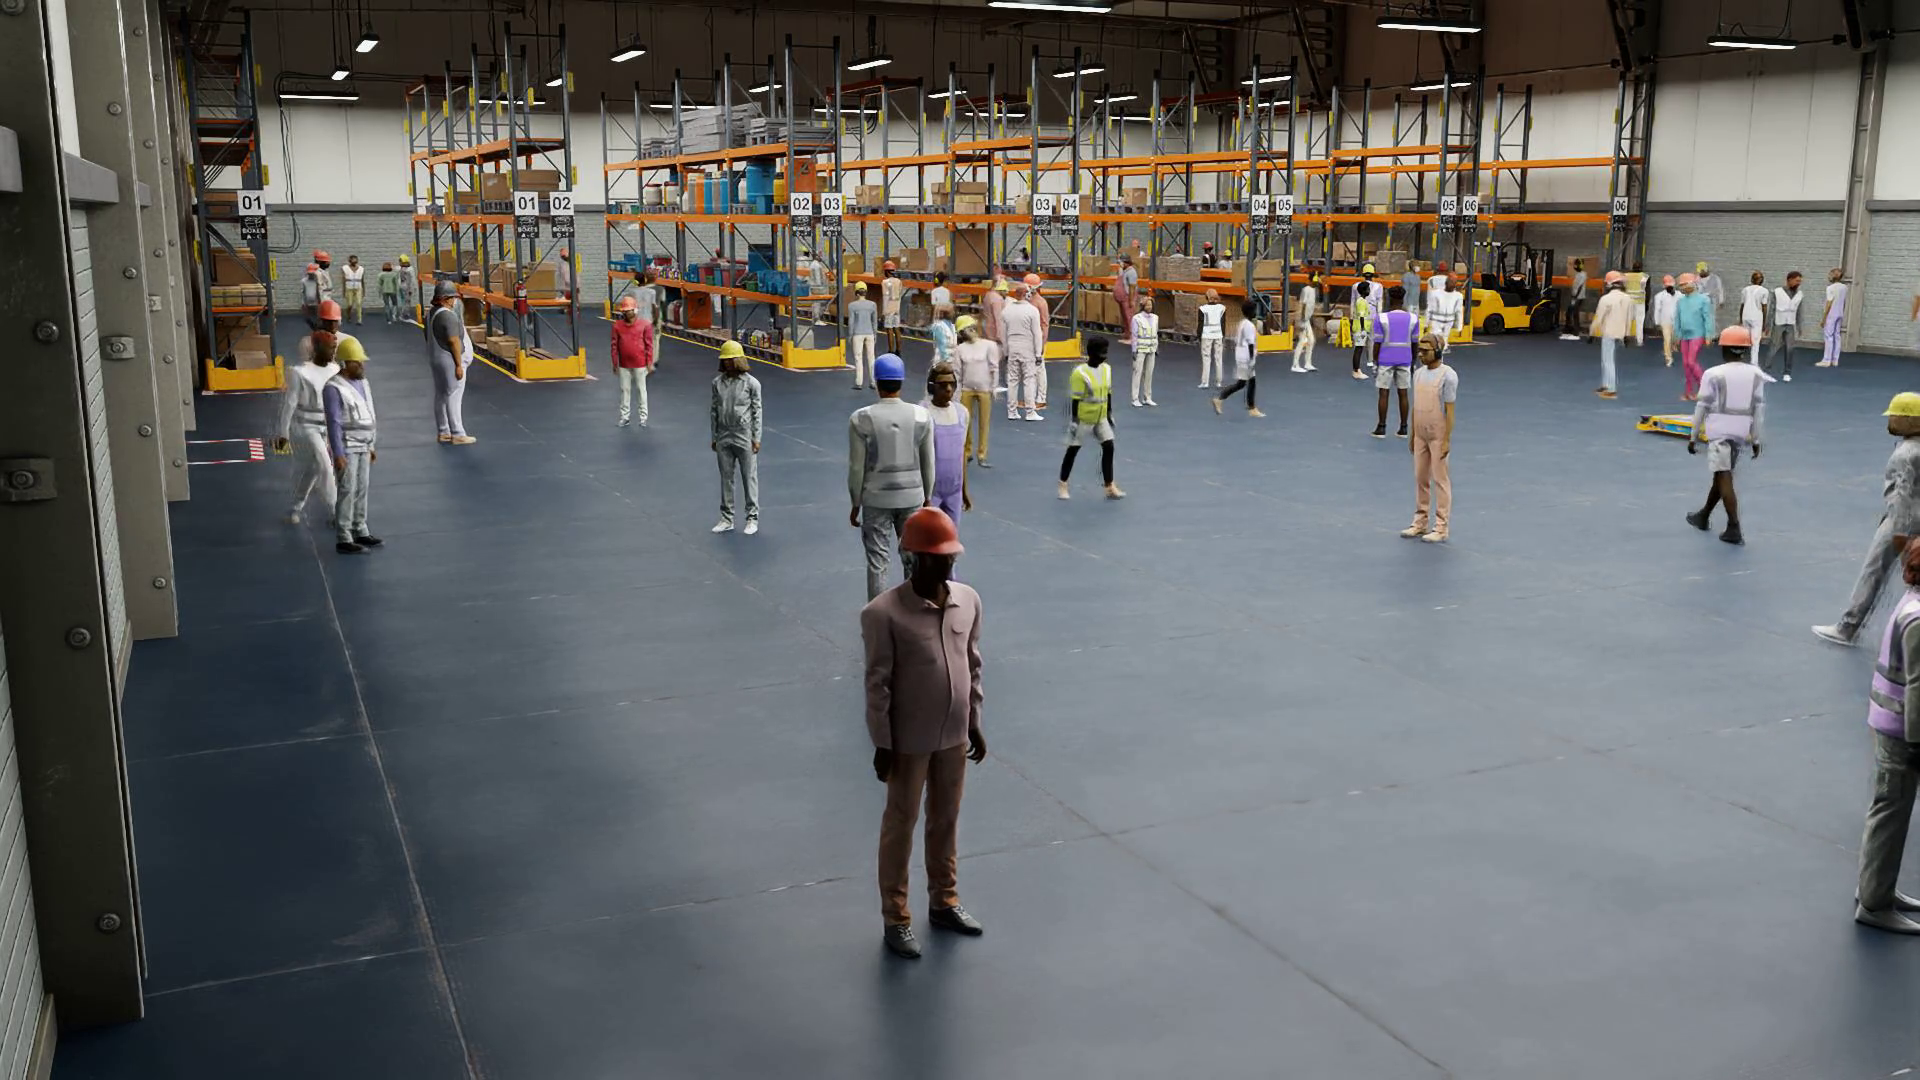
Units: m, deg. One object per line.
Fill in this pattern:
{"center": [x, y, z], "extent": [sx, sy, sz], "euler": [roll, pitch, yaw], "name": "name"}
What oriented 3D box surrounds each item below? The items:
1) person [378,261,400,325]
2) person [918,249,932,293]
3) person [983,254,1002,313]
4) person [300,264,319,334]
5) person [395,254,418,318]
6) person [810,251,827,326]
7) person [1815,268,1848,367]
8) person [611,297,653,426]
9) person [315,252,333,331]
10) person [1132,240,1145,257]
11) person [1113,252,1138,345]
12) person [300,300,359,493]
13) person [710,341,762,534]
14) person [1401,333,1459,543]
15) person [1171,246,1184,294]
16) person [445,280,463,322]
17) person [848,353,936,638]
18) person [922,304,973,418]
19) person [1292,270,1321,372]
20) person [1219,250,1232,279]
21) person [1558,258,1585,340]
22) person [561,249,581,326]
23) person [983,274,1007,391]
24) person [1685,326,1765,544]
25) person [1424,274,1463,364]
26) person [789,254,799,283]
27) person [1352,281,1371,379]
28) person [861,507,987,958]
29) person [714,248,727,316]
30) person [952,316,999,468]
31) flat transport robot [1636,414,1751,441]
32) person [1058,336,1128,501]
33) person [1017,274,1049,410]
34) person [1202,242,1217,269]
{"center": [-14.801, -6.397, 43.085], "extent": [0.525, 1.617, 0.455], "euler": [-3, 12, -16], "name": "person"}
{"center": [-1.021, -7.126, 46.097], "extent": [0.568, 1.904, 0.585], "euler": [10, 15, 42], "name": "person"}
{"center": [0.813, -6.042, 40.598], "extent": [0.636, 1.903, 0.405], "euler": [-11, 15, -44], "name": "person"}
{"center": [-14.591, -5.347, 37.481], "extent": [0.592, 1.729, 0.366], "euler": [1, 11, 5], "name": "person"}
{"center": [-15.216, -6.980, 45.788], "extent": [0.547, 1.740, 0.760], "euler": [2, 11, 9], "name": "person"}
{"center": [-3.638, -6.462, 42.716], "extent": [0.409, 1.908, 0.639], "euler": [-3, 12, -15], "name": "person"}
{"center": [16.372, -4.161, 31.201], "extent": [0.521, 1.842, 0.333], "euler": [-5, 12, -26], "name": "person"}
{"center": [-4.440, -2.407, 22.495], "extent": [0.567, 1.750, 0.341], "euler": [1, 11, 6], "name": "person"}
{"center": [-13.542, -5.100, 35.494], "extent": [0.389, 2.037, 0.636], "euler": [-2, 11, -11], "name": "person"}
{"center": [5.643, -8.644, 53.521], "extent": [0.620, 2.017, 0.769], "euler": [3, 12, 16], "name": "person"}
{"center": [3.629, -5.324, 36.588], "extent": [0.536, 2.000, 0.699], "euler": [-2, 11, -11], "name": "person"}
{"center": [-6.459, -1.474, 17.170], "extent": [0.616, 1.986, 0.409], "euler": [-5, 12, -24], "name": "person"}
{"center": [-2.022, -0.917, 14.950], "extent": [0.493, 1.743, 0.312], "euler": [4, 12, 18], "name": "person"}
{"center": [4.138, -0.900, 14.631], "extent": [0.349, 1.841, 0.501], "euler": [-6, 13, -27], "name": "person"}
{"center": [7.554, -9.318, 57.617], "extent": [0.572, 1.749, 0.343], "euler": [5, 12, 23], "name": "person"}
{"center": [-8.877, -3.659, 28.947], "extent": [0.487, 1.724, 0.389], "euler": [-4, 12, -20], "name": "person"}
{"center": [-0.459, -0.274, 11.162], "extent": [0.602, 1.948, 0.386], "euler": [-3, 12, -16], "name": "person"}
{"center": [-0.210, -2.530, 23.473], "extent": [0.750, 1.610, 0.526], "euler": [7, 13, 31], "name": "person"}
{"center": [6.316, -3.972, 30.223], "extent": [0.436, 1.844, 0.592], "euler": [6, 12, 27], "name": "person"}
{"center": [8.029, -7.843, 50.088], "extent": [0.522, 1.769, 0.318], "euler": [-5, 12, -22], "name": "person"}
{"center": [13.980, -5.488, 37.916], "extent": [0.443, 1.849, 0.556], "euler": [0, 11, -1], "name": "person"}
{"center": [-9.948, -6.481, 42.725], "extent": [0.489, 1.945, 0.726], "euler": [-10, 15, -42], "name": "person"}
{"center": [0.593, -3.368, 27.038], "extent": [0.395, 1.895, 0.644], "euler": [-2, 11, -12], "name": "person"}
{"center": [6.782, -0.952, 14.774], "extent": [0.561, 1.884, 0.980], "euler": [-1, 11, -6], "name": "person"}
{"center": [8.400, -3.694, 28.850], "extent": [0.590, 1.821, 0.908], "euler": [0, 11, -2], "name": "person"}
{"center": [-5.112, -8.049, 51.459], "extent": [0.309, 1.640, 0.511], "euler": [-5, 12, -24], "name": "person"}
{"center": [6.990, -3.648, 28.949], "extent": [0.319, 1.696, 0.532], "euler": [2, 11, 9], "name": "person"}
{"center": [-0.120, 0.739, 6.516], "extent": [0.573, 1.752, 0.333], "euler": [-9, 14, -39], "name": "person"}
{"center": [-6.755, -7.233, 46.695], "extent": [0.359, 1.883, 0.573], "euler": [1, 11, 7], "name": "person"}
{"center": [0.185, -1.689, 18.951], "extent": [0.590, 1.723, 0.380], "euler": [4, 12, 19], "name": "person"}
{"center": [9.500, -1.456, 21.443], "extent": [0.652, 0.197, 1.431], "euler": [-4, 12, -20], "name": "flat transport robot"}
{"center": [1.343, -1.202, 16.609], "extent": [0.601, 1.648, 0.790], "euler": [-10, 15, -41], "name": "person"}
{"center": [1.081, -2.910, 24.446], "extent": [0.392, 1.991, 0.612], "euler": [-5, 12, -25], "name": "person"}
{"center": [7.168, -7.614, 48.219], "extent": [0.391, 2.040, 0.615], "euler": [9, 14, 39], "name": "person"}
